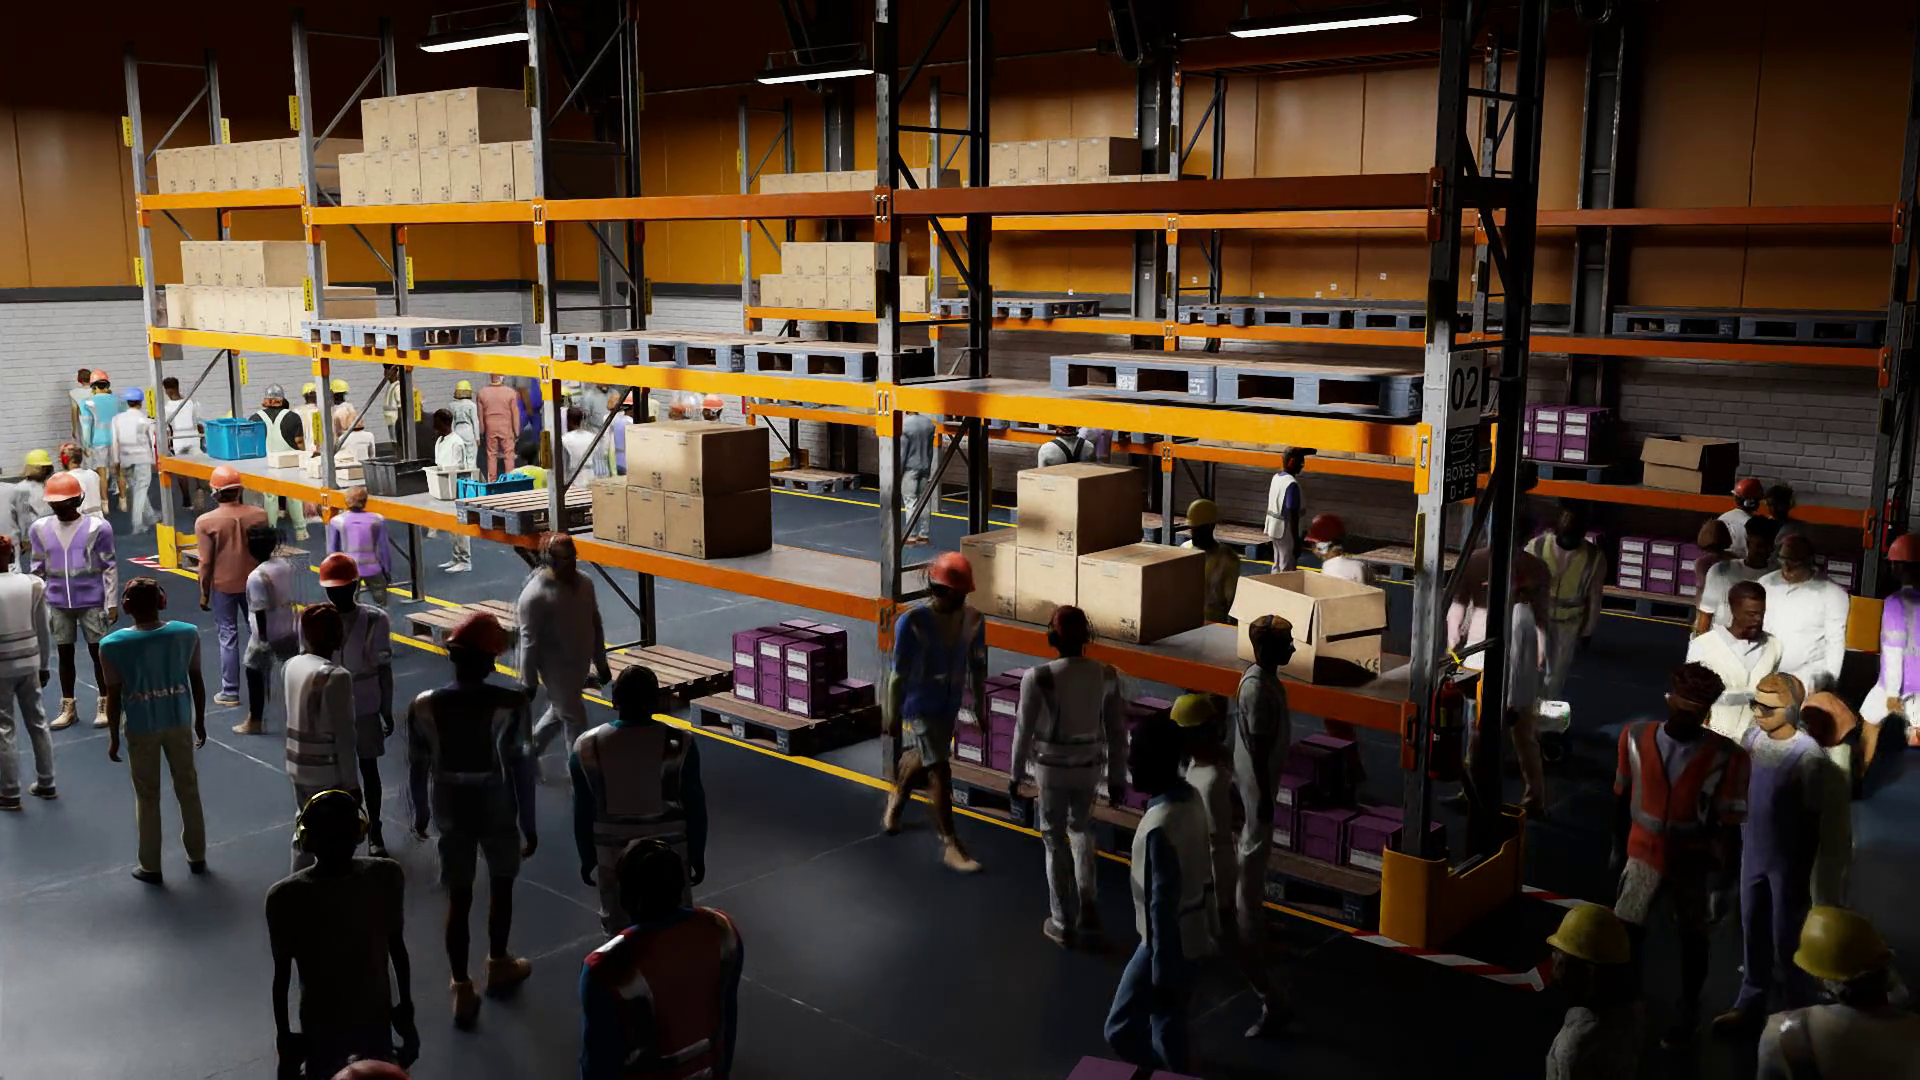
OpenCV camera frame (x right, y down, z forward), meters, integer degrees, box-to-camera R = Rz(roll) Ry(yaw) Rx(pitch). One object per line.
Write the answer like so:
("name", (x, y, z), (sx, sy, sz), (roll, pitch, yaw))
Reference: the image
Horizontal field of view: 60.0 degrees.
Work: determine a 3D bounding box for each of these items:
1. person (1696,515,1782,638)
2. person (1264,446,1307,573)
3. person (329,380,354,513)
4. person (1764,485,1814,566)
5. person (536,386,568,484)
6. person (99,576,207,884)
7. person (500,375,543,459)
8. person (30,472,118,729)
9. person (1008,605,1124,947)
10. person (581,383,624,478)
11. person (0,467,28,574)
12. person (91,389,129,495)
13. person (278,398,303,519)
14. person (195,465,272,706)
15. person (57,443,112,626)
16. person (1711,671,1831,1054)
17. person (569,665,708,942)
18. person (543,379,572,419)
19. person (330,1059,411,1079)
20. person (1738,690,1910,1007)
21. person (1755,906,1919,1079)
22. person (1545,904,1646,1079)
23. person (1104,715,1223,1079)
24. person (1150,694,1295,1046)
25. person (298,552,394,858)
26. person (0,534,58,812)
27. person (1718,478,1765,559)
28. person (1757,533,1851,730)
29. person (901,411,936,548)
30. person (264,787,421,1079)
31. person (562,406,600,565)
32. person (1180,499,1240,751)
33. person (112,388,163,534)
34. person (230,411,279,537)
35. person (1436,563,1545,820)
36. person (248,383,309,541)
("person", (5.428, 0.790, 11.472), (0.659, 1.944, 0.777), (2, 10, 12))
("person", (3.193, -0.008, 16.310), (0.390, 1.838, 0.564), (-1, 10, -8))
("person", (-8.637, -1.278, 23.281), (0.445, 1.918, 0.661), (-3, 10, -15))
("person", (6.870, 0.431, 13.962), (0.624, 1.796, 1.001), (6, 11, 28))
("person", (-5.521, -1.158, 22.640), (0.811, 1.890, 0.603), (5, 11, 26))
("person", (-4.767, 1.127, 9.885), (0.565, 1.840, 0.390), (-9, 13, -41))
("person", (-7.715, -2.450, 29.546), (1.031, 2.000, 0.696), (0, 10, -2))
("person", (-6.913, 0.478, 12.989), (0.615, 2.038, 0.395), (-2, 10, -9))
("person", (0.575, 1.265, 9.007), (0.574, 1.868, 0.418), (-4, 11, -21))
("person", (-5.387, -1.635, 25.439), (0.661, 1.852, 0.988), (-8, 13, -40))
("person", (-9.551, 0.002, 16.492), (0.325, 1.752, 0.563), (9, 13, 41))
("person", (-12.976, -1.576, 25.493), (0.465, 1.736, 0.608), (0, 10, 0))
("person", (-9.385, -1.142, 23.113), (0.318, 1.700, 0.535), (9, 13, 41))
("person", (-5.980, 0.371, 13.732), (0.389, 1.994, 0.619), (9, 13, 41))
("person", (-8.745, -0.054, 16.596), (0.390, 1.833, 0.570), (1, 10, 8))
("person", (3.811, 1.503, 7.792), (0.357, 1.834, 0.504), (-3, 10, -16))
("person", (-1.496, 1.490, 7.849), (0.621, 1.838, 0.429), (0, 10, -2))
("person", (-6.895, -2.187, 28.540), (0.508, 1.872, 0.329), (-2, 10, -10))
("person", (-1.401, 2.131, 4.049), (0.555, 1.904, 0.888), (-9, 13, -41))
("person", (4.339, 1.534, 8.236), (0.741, 1.605, 0.503), (6, 12, 32))
("person", (2.754, 1.989, 5.137), (0.620, 1.792, 0.517), (5, 11, 25))
("person", (1.974, 1.995, 5.278), (0.351, 1.738, 0.496), (9, 13, 41))
("person", (0.831, 1.644, 6.790), (0.451, 1.902, 0.586), (4, 11, 20))
("person", (1.216, 1.569, 7.783), (0.829, 1.716, 0.543), (1, 10, 3))
("person", (-3.746, 1.026, 10.177), (0.542, 1.939, 0.368), (-3, 10, -14))
("person", (-6.400, 0.880, 11.203), (0.372, 1.877, 0.582), (6, 12, 31))
("person", (6.898, 0.320, 14.694), (0.342, 1.749, 0.573), (-1, 10, -6))
("person", (5.559, 0.885, 11.119), (0.397, 1.894, 0.642), (-7, 12, -34))
("person", (-0.583, -0.874, 20.920), (0.372, 1.940, 0.632), (9, 13, 41))
("person", (-2.243, 1.793, 6.085), (0.498, 1.861, 0.327), (-7, 12, -34))
("person", (-4.490, -0.645, 19.756), (0.869, 1.890, 0.598), (5, 11, 27))
("person", (1.807, 0.639, 12.407), (0.387, 1.922, 0.594), (-8, 13, -38))
("person", (-10.849, -1.071, 22.125), (0.629, 1.902, 0.940), (2, 10, 11))
("person", (-9.277, -0.846, 21.436), (0.692, 1.703, 0.493), (-8, 13, -38))
("person", (3.552, 0.987, 11.016), (0.782, 1.722, 0.571), (7, 12, 35))
("person", (-8.728, -0.999, 21.340), (0.672, 2.000, 0.536), (-2, 10, -13))
